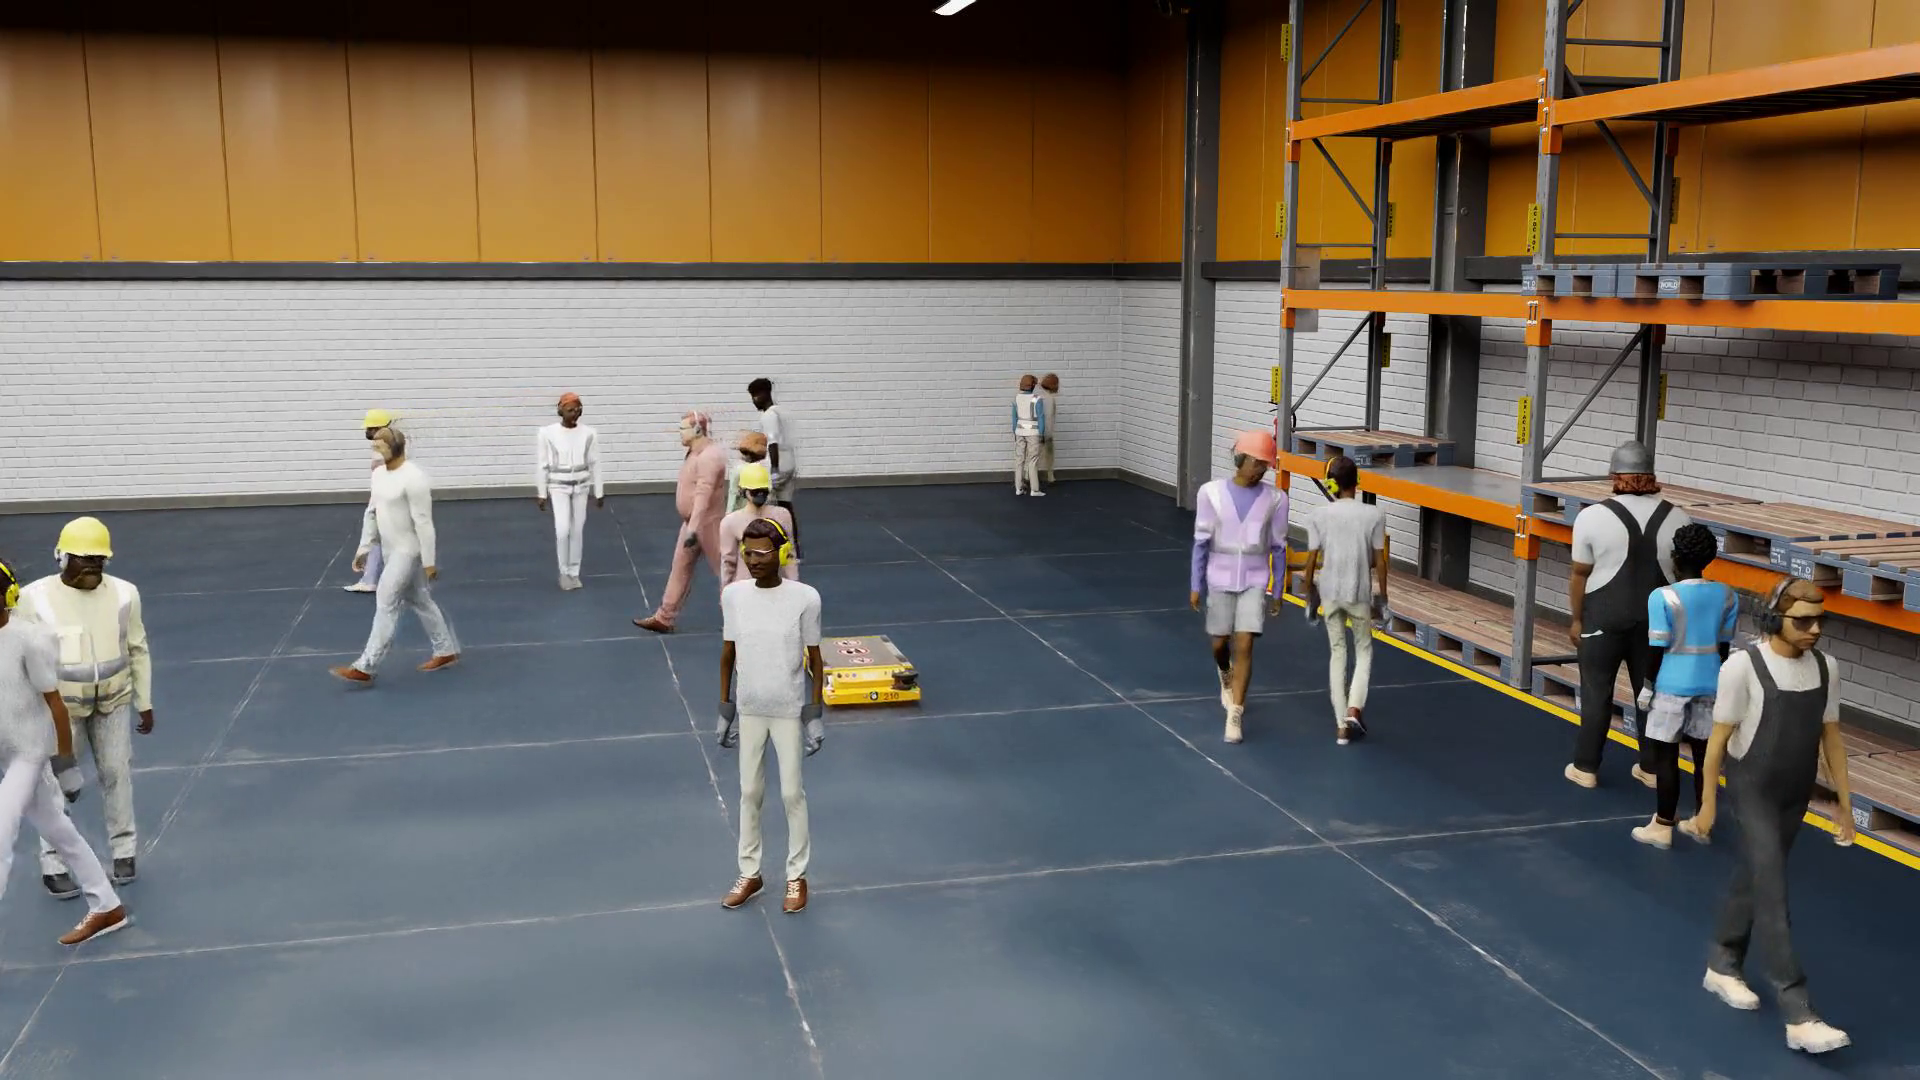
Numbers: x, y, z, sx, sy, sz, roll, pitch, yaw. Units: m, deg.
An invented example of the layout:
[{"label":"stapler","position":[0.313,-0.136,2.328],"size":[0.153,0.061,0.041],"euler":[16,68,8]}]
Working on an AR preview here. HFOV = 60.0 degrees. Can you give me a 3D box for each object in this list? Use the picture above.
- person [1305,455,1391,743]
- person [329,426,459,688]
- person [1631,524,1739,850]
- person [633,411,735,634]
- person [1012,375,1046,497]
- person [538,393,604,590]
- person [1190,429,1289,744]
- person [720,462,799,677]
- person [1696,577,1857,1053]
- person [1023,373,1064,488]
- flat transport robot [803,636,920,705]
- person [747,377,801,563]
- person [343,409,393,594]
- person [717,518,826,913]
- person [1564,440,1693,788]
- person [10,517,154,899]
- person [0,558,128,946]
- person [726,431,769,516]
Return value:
[{"label":"person","position":[2.480,0.377,10.595],"size":[0.551,1.839,0.393],"euler":[3,10,19]},{"label":"person","position":[-4.135,0.110,12.143],"size":[1.060,1.880,0.639],"euler":[-8,12,-43]},{"label":"person","position":[3.762,0.761,8.642],"size":[0.540,1.696,0.315],"euler":[-3,10,-18]},{"label":"person","position":[-2.176,-0.131,13.709],"size":[0.990,1.853,0.653],"euler":[-4,10,-26]},{"label":"person","position":[0.917,-1.391,22.263],"size":[0.511,1.637,0.307],"euler":[7,11,37]},{"label":"person","position":[-3.641,-0.446,15.633],"size":[0.602,1.865,0.589],"euler":[-5,10,-28]},{"label":"person","position":[1.816,0.262,10.840],"size":[0.630,1.996,0.883],"euler":[1,9,9]},{"label":"person","position":[-1.395,0.320,11.269],"size":[0.523,1.736,0.798],"euler":[-7,11,-36]},{"label":"person","position":[3.249,1.054,6.462],"size":[0.543,1.805,0.906],"euler":[-3,9,-16]},{"label":"person","position":[1.162,-1.515,23.213],"size":[0.553,1.650,0.539],"euler":[-2,9,-10]},{"label":"flat transport robot","position":[-0.751,0.919,12.090],"size":[0.652,0.197,1.431],"euler":[-2,9,-13]},{"label":"person","position":[-1.961,-0.706,17.113],"size":[0.732,1.917,0.669],"euler":[2,9,12]},{"label":"person","position":[-5.380,-0.332,15.315],"size":[0.799,1.729,0.551],"euler":[-3,10,-19]},{"label":"person","position":[-0.888,0.816,7.783],"size":[0.535,1.863,0.309],"euler":[2,9,12]},{"label":"person","position":[3.867,0.421,9.694],"size":[0.683,2.000,0.536],"euler":[0,9,2]},{"label":"person","position":[-4.256,0.786,8.098],"size":[0.408,1.825,0.597],"euler":[9,13,43]},{"label":"person","position":[-4.090,0.952,7.110],"size":[0.491,1.798,1.012],"euler":[5,11,31]},{"label":"person","position":[-1.786,-0.161,14.704],"size":[0.833,1.585,0.537],"euler":[4,10,21]}]
